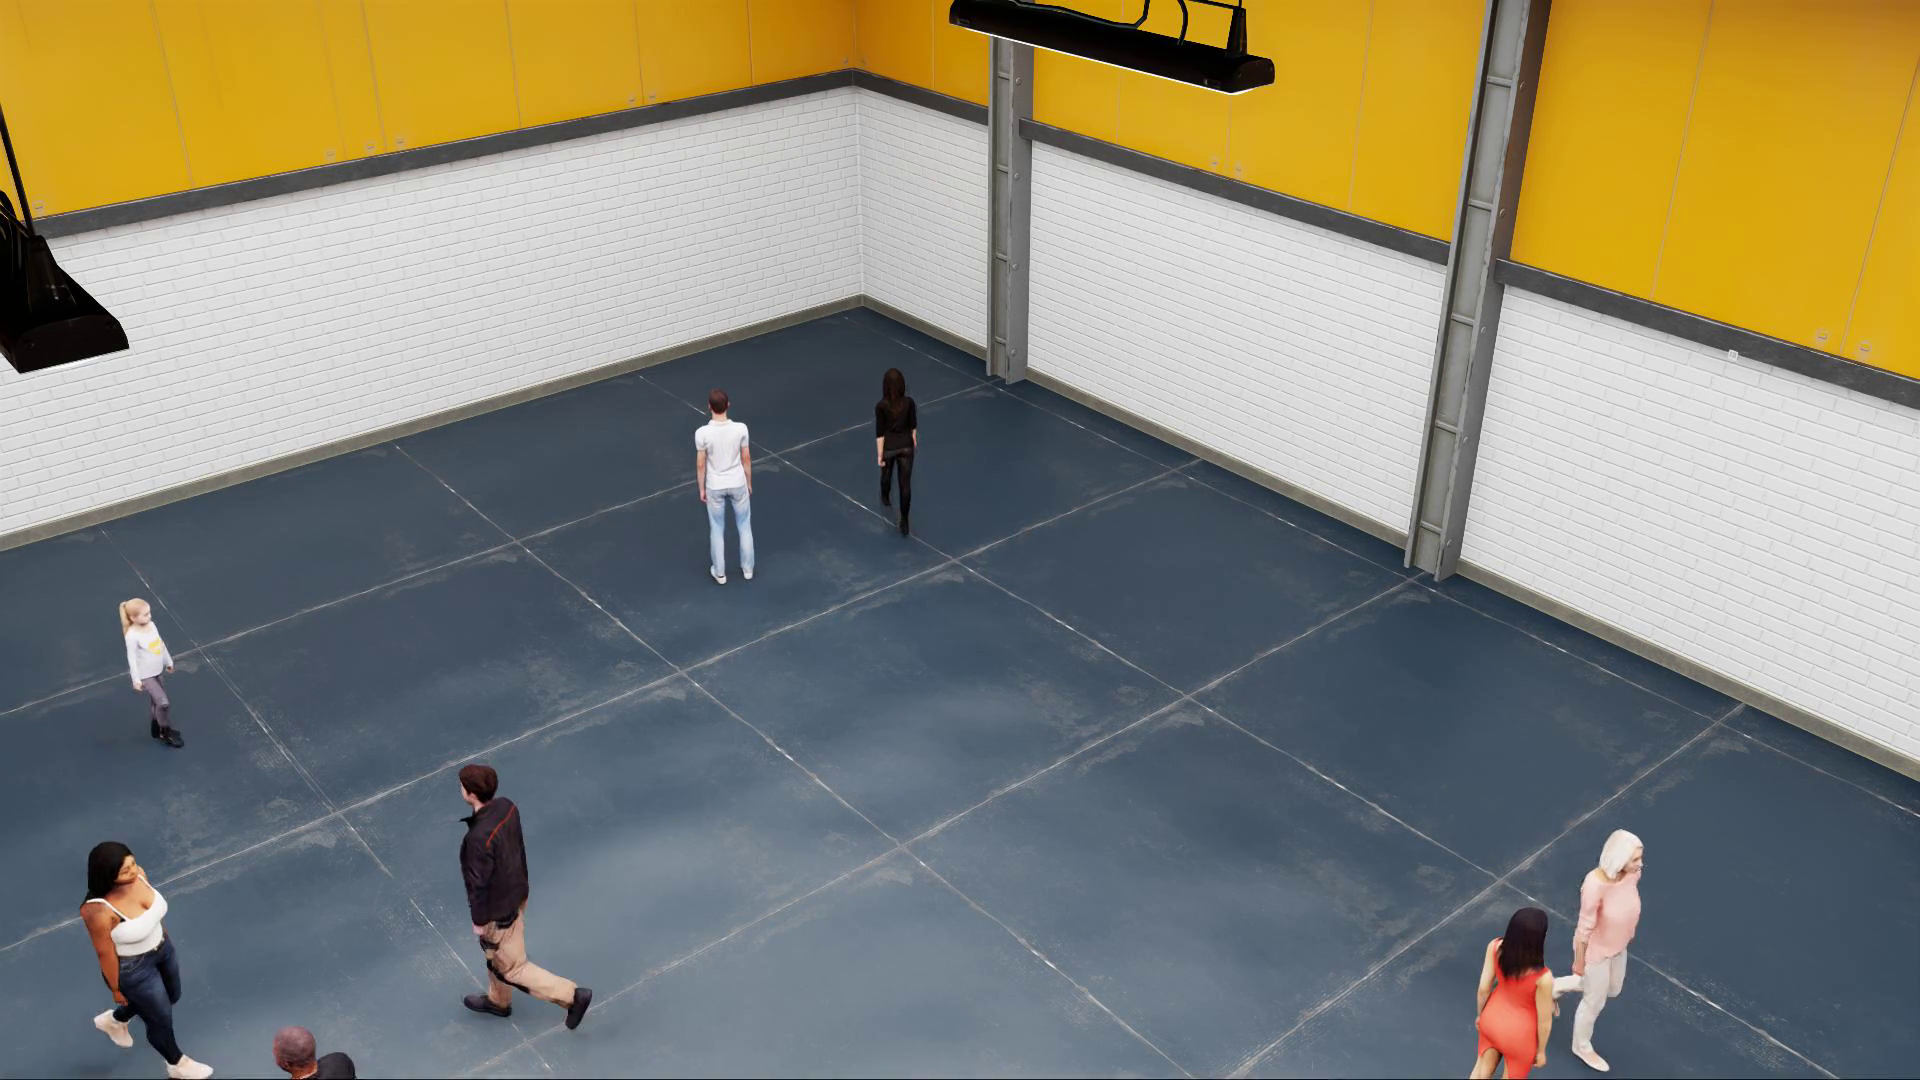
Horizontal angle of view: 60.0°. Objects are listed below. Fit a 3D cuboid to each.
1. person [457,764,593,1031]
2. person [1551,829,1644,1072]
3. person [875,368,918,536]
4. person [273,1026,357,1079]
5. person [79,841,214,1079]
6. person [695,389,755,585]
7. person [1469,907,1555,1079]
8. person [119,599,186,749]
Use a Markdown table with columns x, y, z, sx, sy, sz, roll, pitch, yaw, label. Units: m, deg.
| x | y | z | sx | sy | sz | roll | pitch | yaw | label |
| --- | --- | --- | --- | --- | --- | --- | --- | --- | --- |
| -2.686 | 2.205 | 10.039 | 1.198 | 1.898 | 1.150 | 2 | 29 | 4 | person |
| 3.760 | 2.371 | 9.926 | 0.635 | 1.715 | 0.824 | -19 | 34 | -31 | person |
| -0.580 | -0.817 | 15.887 | 0.918 | 1.603 | 1.116 | -4 | 29 | -8 | person |
| -3.088 | 3.198 | 8.364 | 1.253 | 1.759 | 0.954 | 16 | 32 | 27 | person |
| -4.863 | 2.465 | 9.675 | 1.081 | 1.790 | 0.990 | 4 | 29 | 7 | person |
| -2.102 | -0.483 | 15.017 | 0.718 | 1.851 | 0.711 | -6 | 29 | -12 | person |
| 3.056 | 2.733 | 9.260 | 0.640 | 1.718 | 0.464 | -21 | 35 | -33 | person |
| -6.336 | 1.014 | 12.880 | 0.690 | 1.268 | 0.631 | 4 | 29 | 7 | person |
